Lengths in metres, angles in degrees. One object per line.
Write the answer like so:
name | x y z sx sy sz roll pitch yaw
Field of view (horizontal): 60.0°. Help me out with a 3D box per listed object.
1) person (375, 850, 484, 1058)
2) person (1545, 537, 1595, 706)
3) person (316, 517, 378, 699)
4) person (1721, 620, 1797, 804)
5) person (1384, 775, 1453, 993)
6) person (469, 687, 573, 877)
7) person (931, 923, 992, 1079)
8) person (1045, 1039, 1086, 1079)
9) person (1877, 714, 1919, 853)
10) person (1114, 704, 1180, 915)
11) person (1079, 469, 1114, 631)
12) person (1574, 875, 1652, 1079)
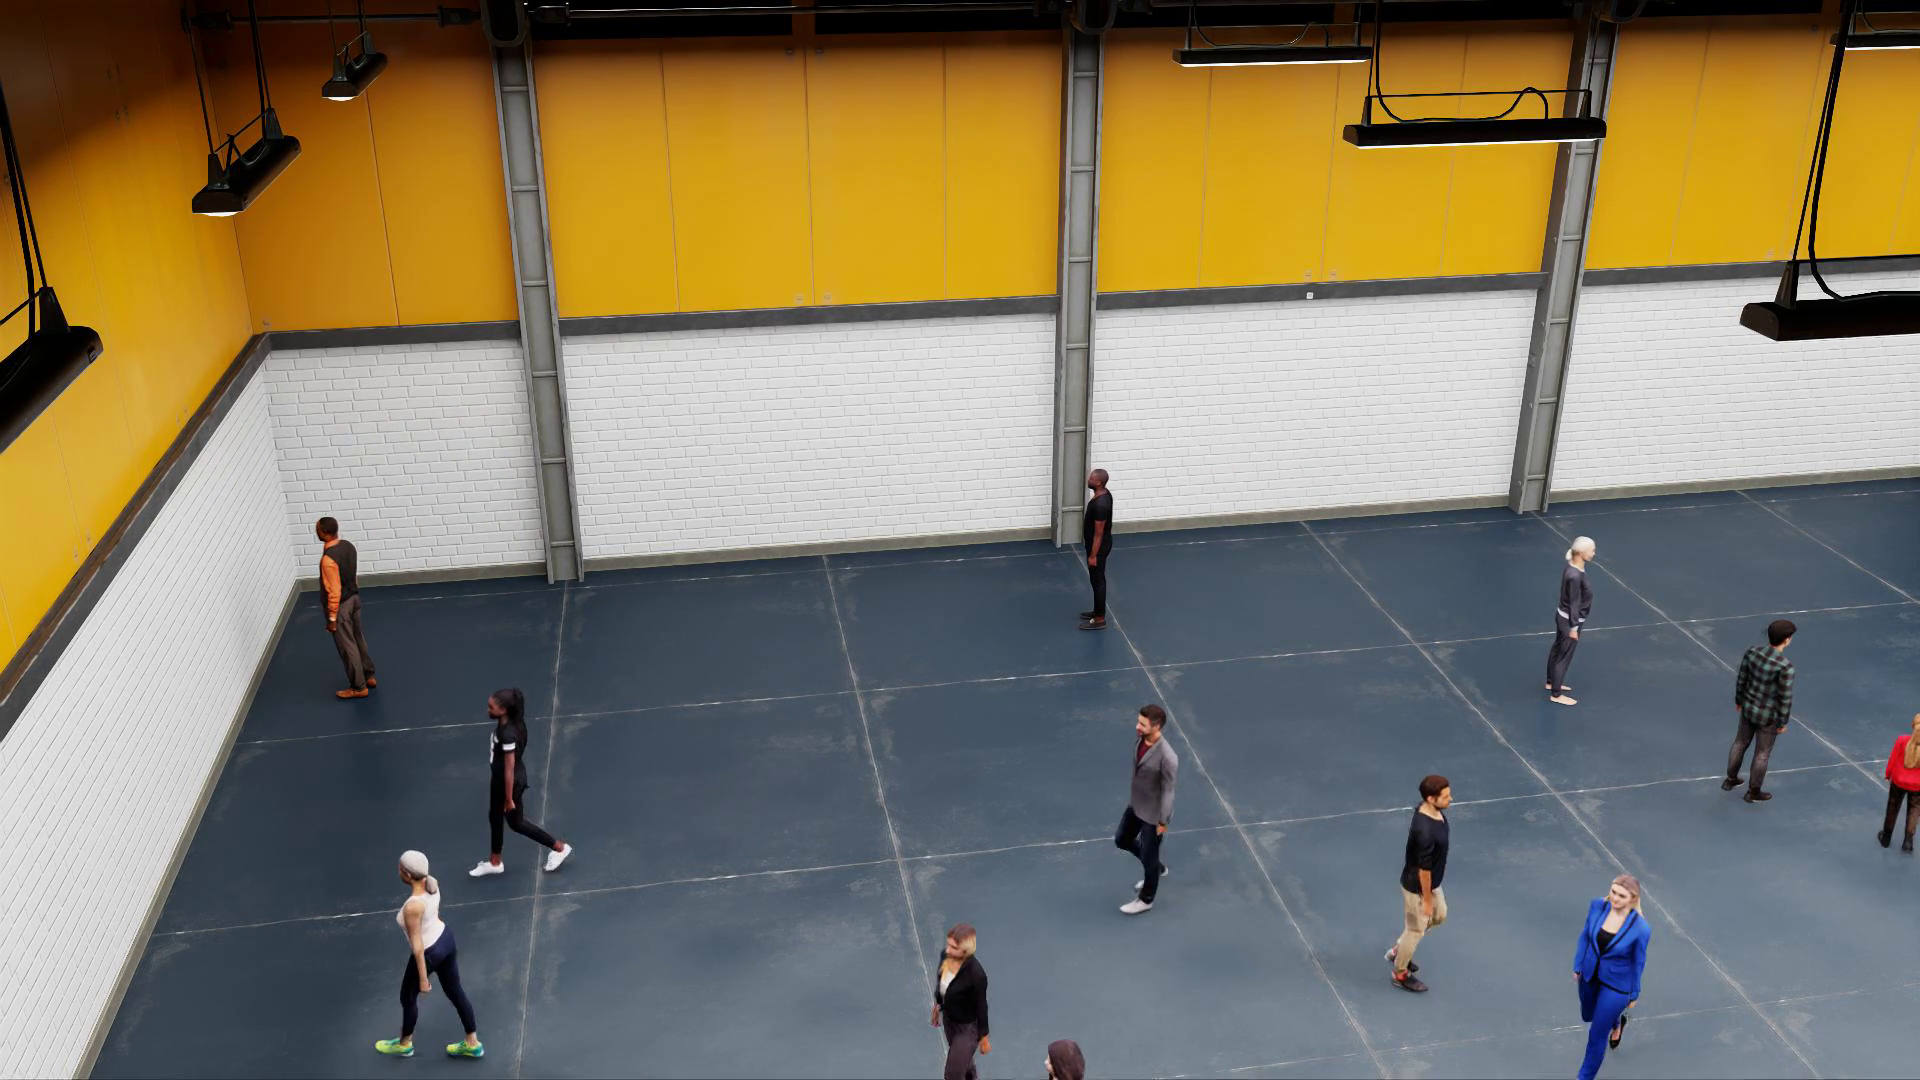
person | -3.579 2.914 11.550 1.069 1.673 0.835 3 24 8
person | 6.012 0.760 16.409 0.631 1.728 0.663 4 24 9
person | -6.084 0.655 16.425 0.719 1.907 0.770 3 24 6
person | 7.005 1.467 14.552 0.638 1.713 0.737 -12 26 -25
person | 3.318 2.509 12.266 0.810 1.842 0.785 9 25 19
person | -3.611 1.999 13.604 1.107 1.704 0.751 -9 25 -19
person | 0.096 3.184 10.954 0.744 1.655 0.726 -14 27 -29
person | 0.703 3.651 9.955 0.649 1.601 0.633 -7 25 -16
person | 8.004 2.043 14.033 0.576 1.281 0.653 11 26 23
person | 1.561 2.102 13.170 0.824 1.865 0.789 -10 25 -21
person | 1.482 0.081 17.848 0.659 1.820 0.722 2 24 5
person | 4.469 2.994 11.359 1.098 1.679 0.905 -17 29 -34
